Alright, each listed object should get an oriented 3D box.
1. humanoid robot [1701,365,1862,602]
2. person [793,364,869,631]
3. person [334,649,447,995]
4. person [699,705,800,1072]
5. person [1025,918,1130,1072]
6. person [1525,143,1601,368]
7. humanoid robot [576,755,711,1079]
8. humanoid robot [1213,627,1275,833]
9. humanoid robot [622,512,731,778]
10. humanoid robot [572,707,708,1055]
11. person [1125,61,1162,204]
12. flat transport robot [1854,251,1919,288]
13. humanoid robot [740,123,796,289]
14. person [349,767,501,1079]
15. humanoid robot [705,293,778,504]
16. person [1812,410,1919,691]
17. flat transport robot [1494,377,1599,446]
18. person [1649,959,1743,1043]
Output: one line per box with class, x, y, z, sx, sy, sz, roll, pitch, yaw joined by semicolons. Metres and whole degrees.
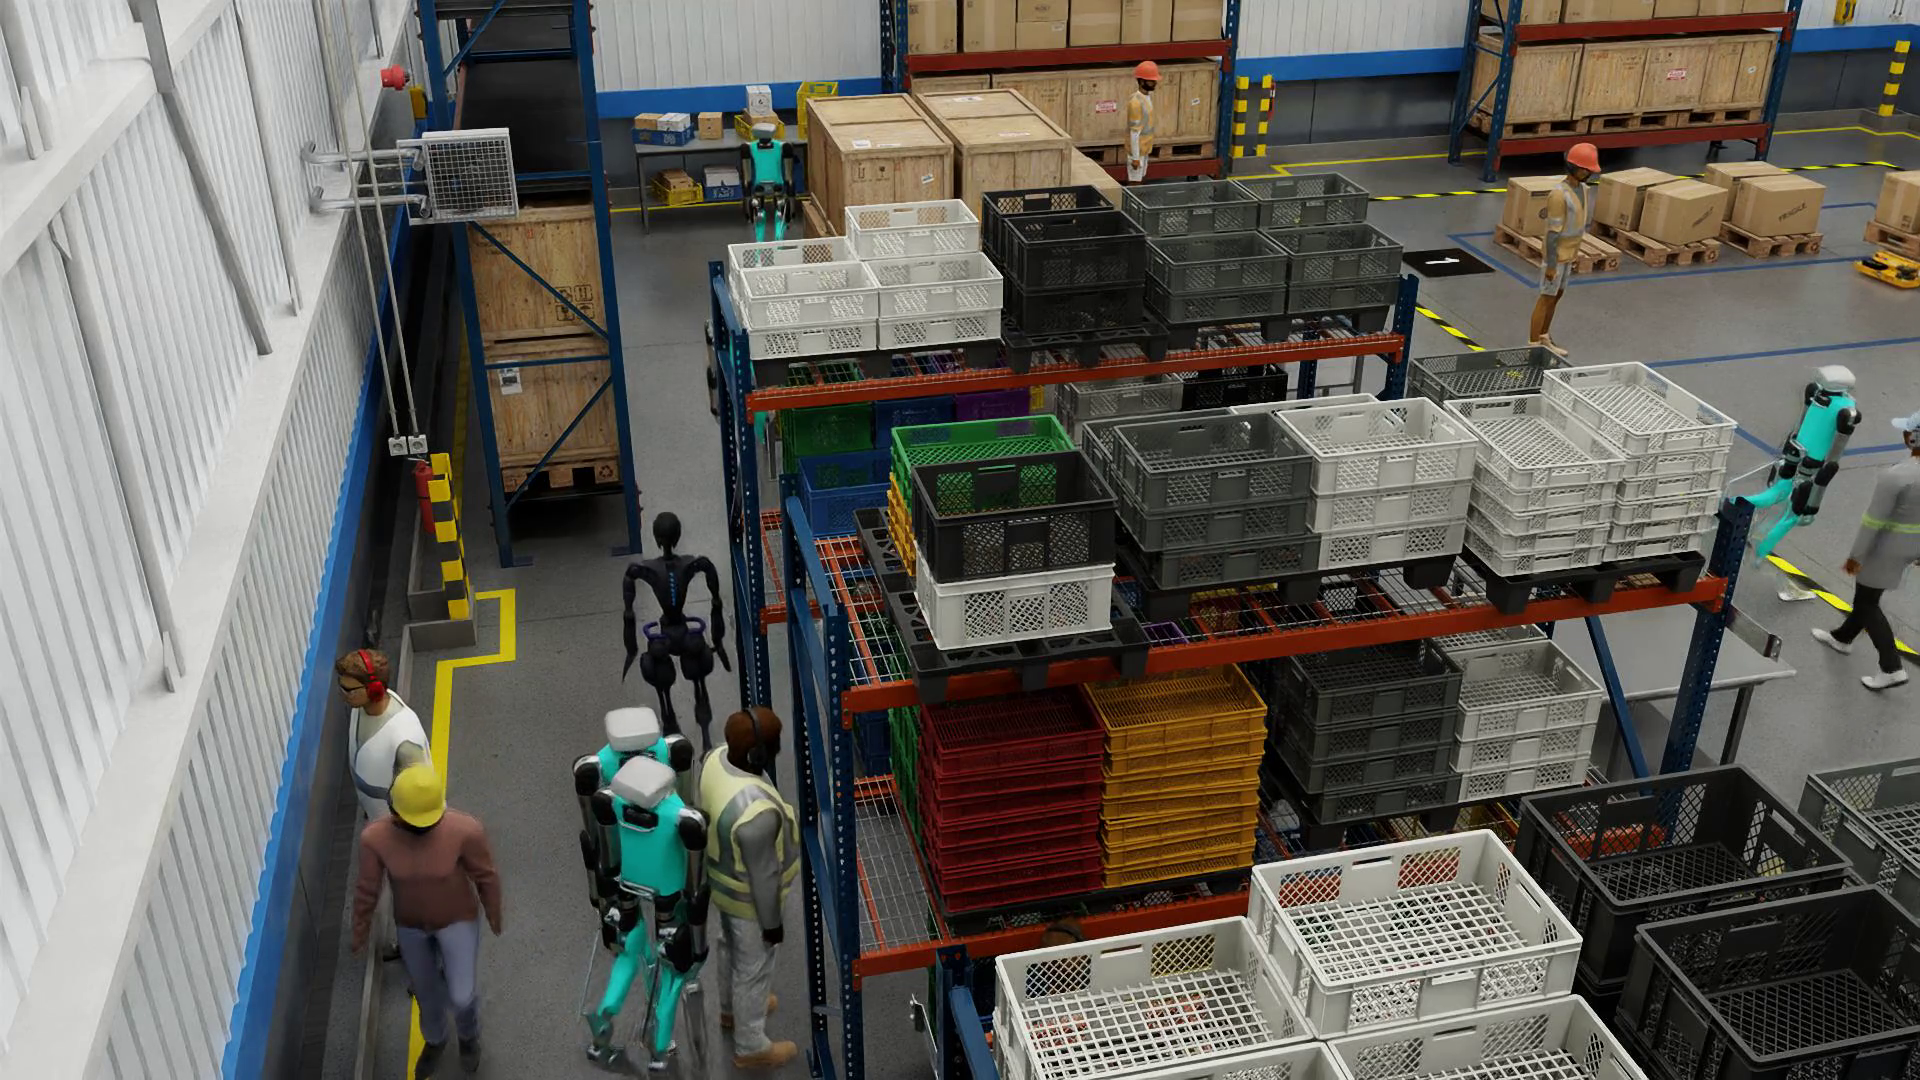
humanoid robot;5.395;-0.316;11.147;1.039;1.769;0.533;-1;28;-2
person;-0.865;-0.257;10.821;0.464;1.862;0.627;-21;34;-34
person;-2.646;1.306;7.877;0.377;1.843;0.570;-22;35;-36
person;-0.928;1.543;7.456;0.432;1.833;0.639;-11;30;-20
person;0.377;2.185;6.215;0.505;1.842;0.351;-3;28;-5
person;5.458;-2.581;15.048;0.376;2.039;0.605;19;33;32
humanoid robot;-1.373;1.805;7.066;0.552;1.817;0.670;10;29;19
humanoid robot;1.446;1.151;8.354;0.335;1.648;0.600;-1;28;-2
humanoid robot;-1.608;0.617;9.371;0.609;1.652;0.336;-8;29;-15
humanoid robot;-1.330;1.669;7.389;0.540;1.877;0.731;-13;31;-24
person;2.030;-4.353;18.518;0.371;1.934;0.550;9;29;16
flat transport robot;10.274;-2.934;17.584;1.431;0.197;0.652;-10;29;-18
humanoid robot;-1.908;-3.145;16.542;0.541;1.877;0.729;1;28;1
person;-2.340;1.682;7.286;0.643;1.736;0.421;0;28;0
humanoid robot;-1.650;-1.033;12.539;0.531;1.894;0.717;-8;29;-15
person;5.793;0.032;10.324;0.601;1.832;0.756;-11;30;-20
flat transport robot;4.780;-1.036;14.013;0.659;0.231;1.431;-6;28;-12
person;2.682;2.142;6.417;0.365;1.723;0.505;-15;31;-27
